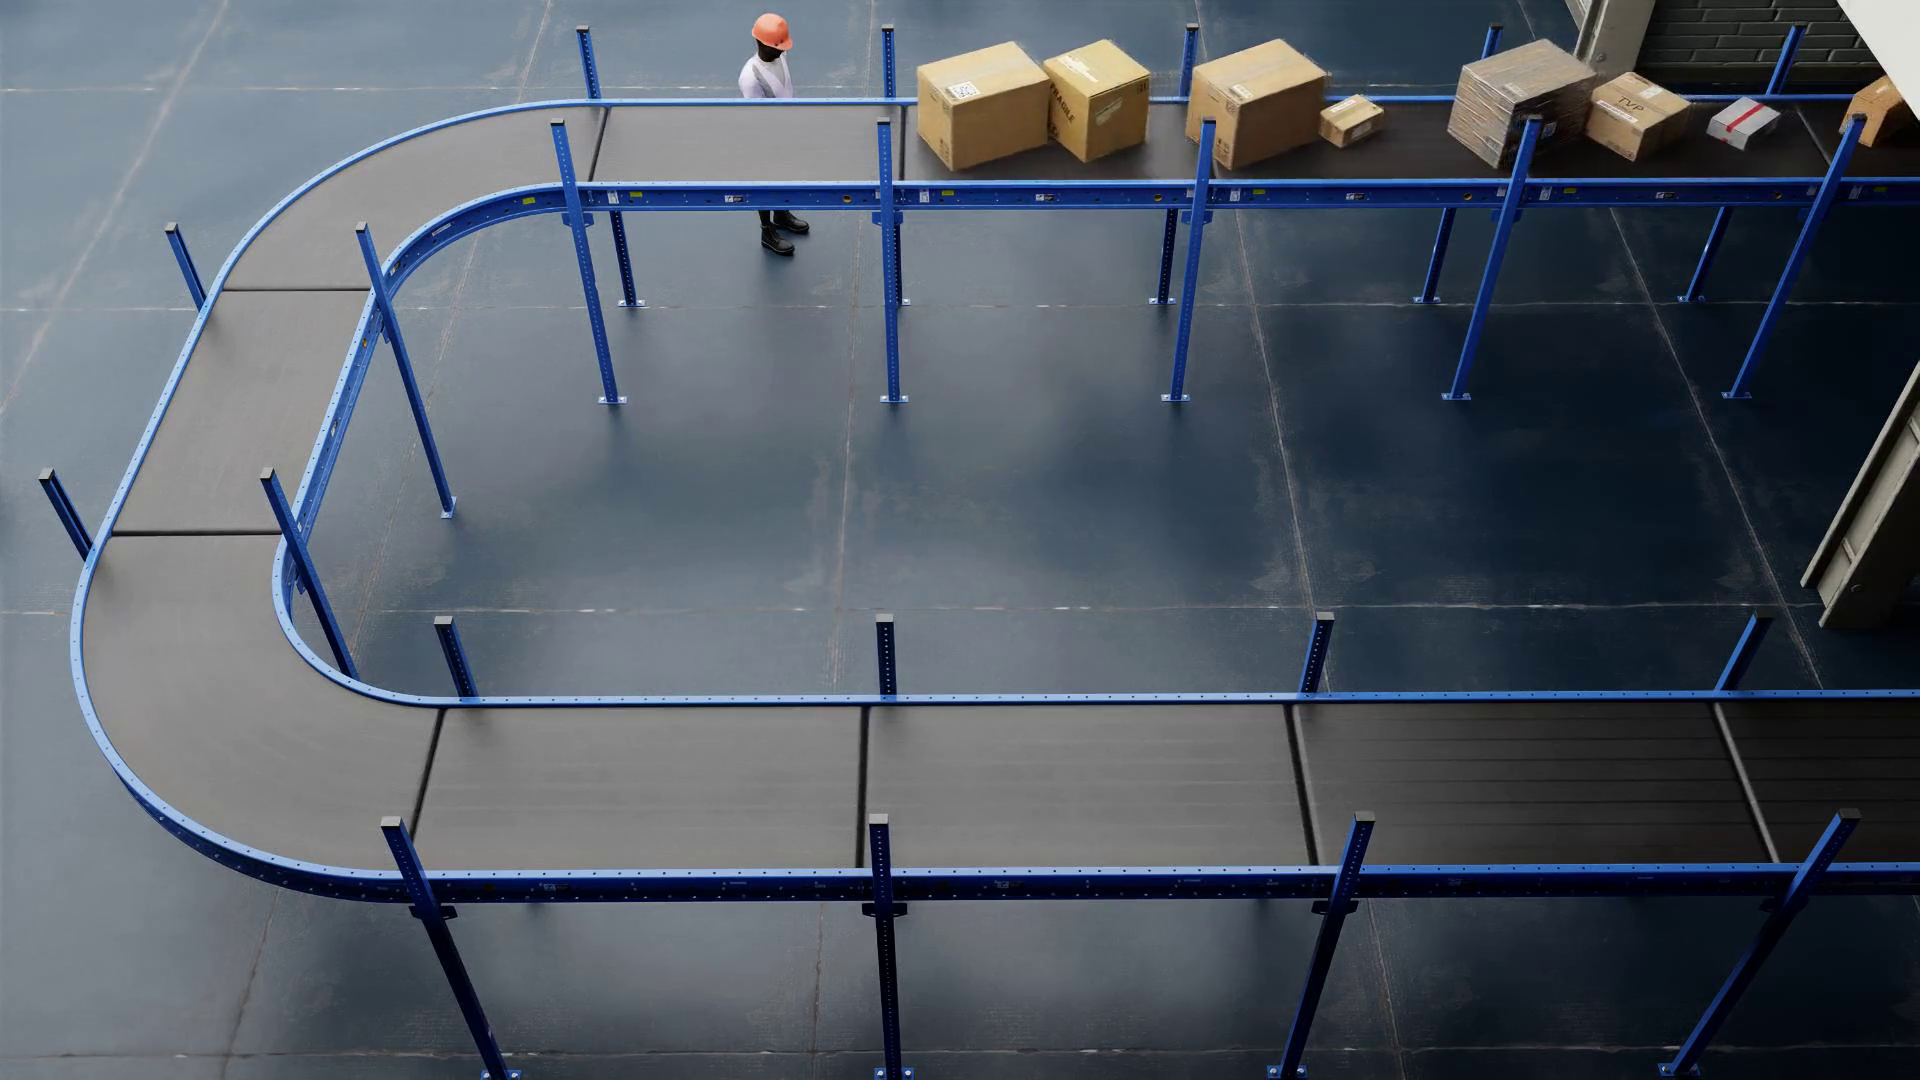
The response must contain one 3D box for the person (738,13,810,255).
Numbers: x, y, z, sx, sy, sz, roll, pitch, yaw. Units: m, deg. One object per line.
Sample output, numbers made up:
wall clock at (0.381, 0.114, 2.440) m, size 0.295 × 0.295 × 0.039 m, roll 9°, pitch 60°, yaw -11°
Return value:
person at (-1.368, -3.041, 12.799) m, size 0.373 × 1.928 × 0.543 m, roll 16°, pitch 49°, yaw 15°
